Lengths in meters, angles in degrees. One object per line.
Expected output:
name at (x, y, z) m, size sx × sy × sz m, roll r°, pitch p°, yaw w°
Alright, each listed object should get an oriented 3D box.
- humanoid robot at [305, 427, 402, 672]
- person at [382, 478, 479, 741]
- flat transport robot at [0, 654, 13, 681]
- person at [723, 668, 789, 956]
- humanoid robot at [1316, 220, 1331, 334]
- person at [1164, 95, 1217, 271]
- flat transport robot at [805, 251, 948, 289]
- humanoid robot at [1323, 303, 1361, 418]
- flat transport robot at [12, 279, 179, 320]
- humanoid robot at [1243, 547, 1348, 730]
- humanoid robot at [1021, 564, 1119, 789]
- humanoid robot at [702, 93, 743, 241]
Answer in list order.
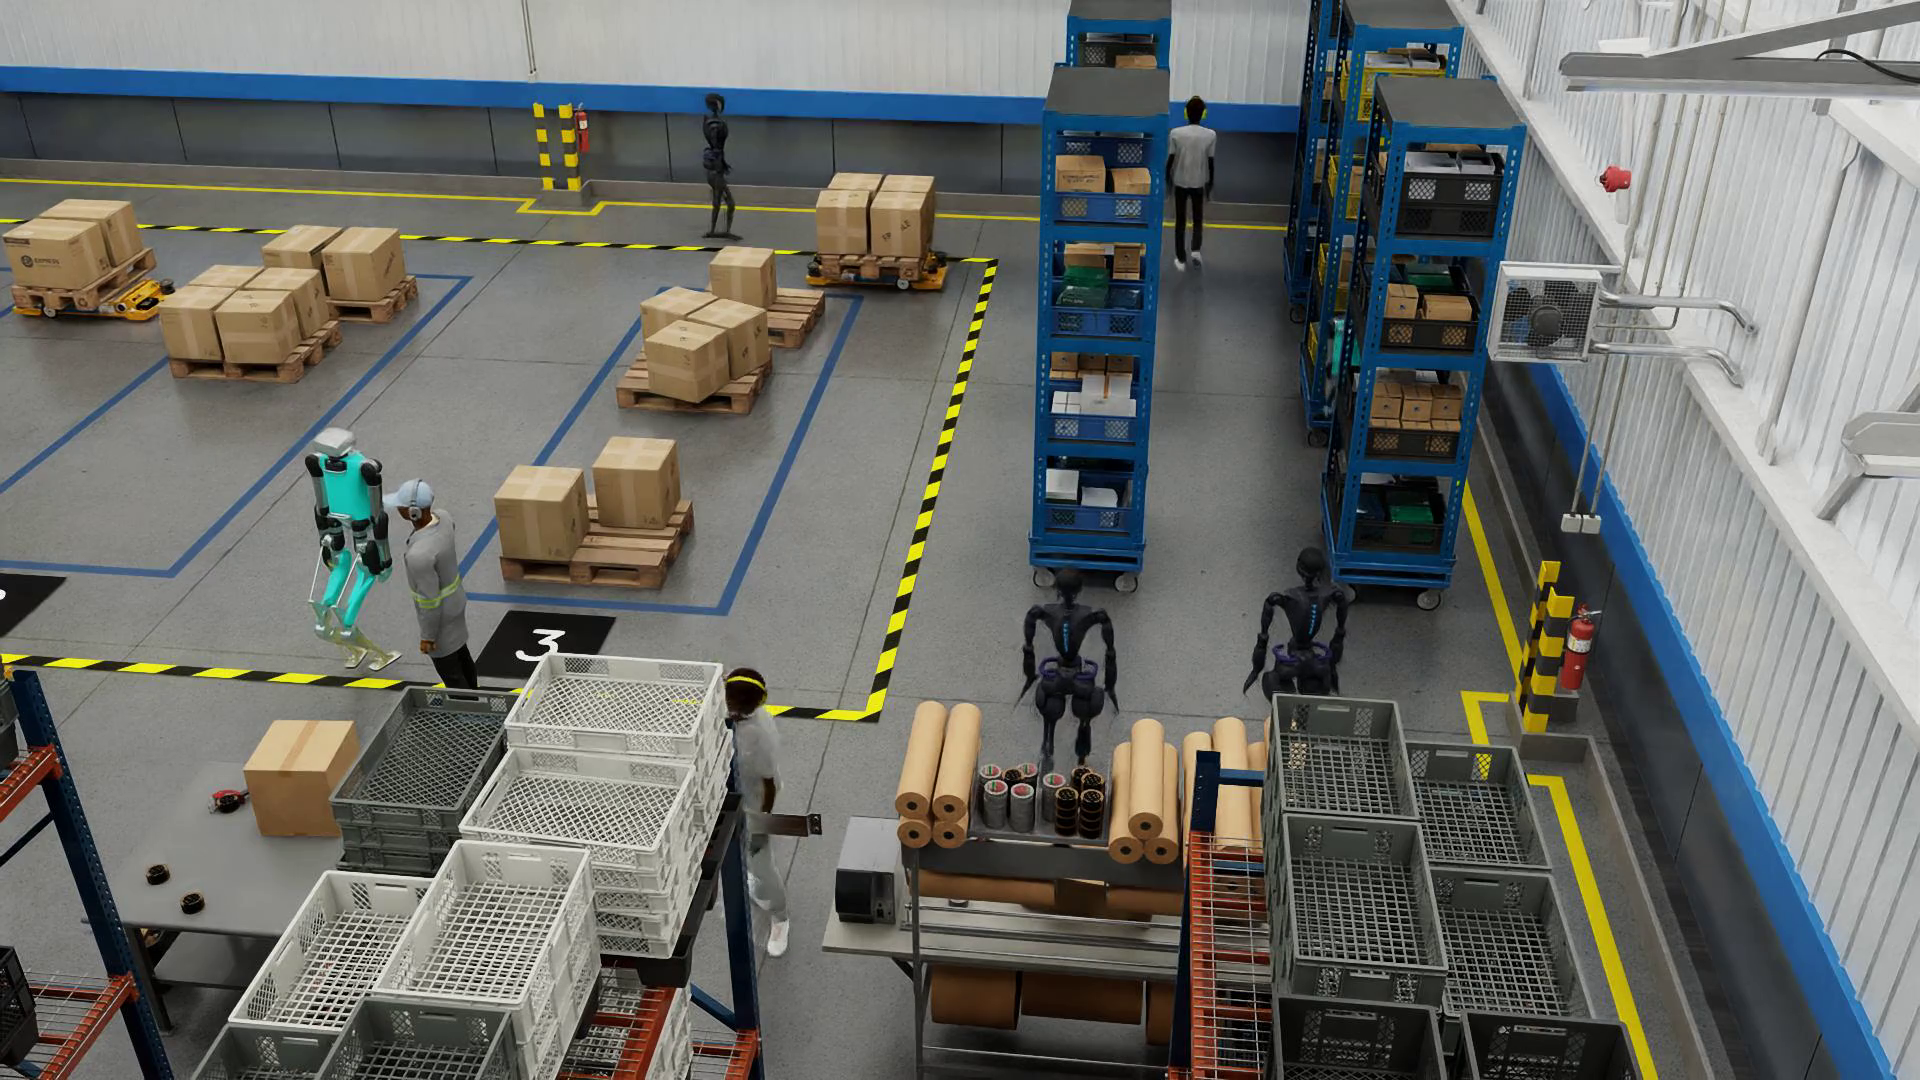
humanoid robot at (-4.048, 0.147, 10.828) m, size 0.533 × 1.677 × 0.735 m, roll 9°, pitch 31°, yaw 15°
person at (-3.259, 0.441, 10.343) m, size 0.372 × 1.852 × 0.588 m, roll -2°, pitch 30°, yaw -3°
flat transport robot at (-7.142, 0.969, 11.010) m, size 1.431 × 0.231 × 0.659 m, roll 3°, pitch 30°, yaw 6°
person at (-1.134, 1.342, 8.823) m, size 0.335 × 1.833 × 0.686 m, roll -17°, pitch 34°, yaw -26°
humanoid robot at (3.506, -2.515, 15.579) m, size 0.315 × 1.657 × 0.599 m, roll 17°, pitch 34°, yaw 27°
person at (2.398, -3.767, 17.572) m, size 0.521 × 1.857 × 0.477 m, roll 0°, pitch 30°, yaw 0°
flat transport robot at (-0.874, -2.890, 17.610) m, size 1.431 × 0.197 × 0.652 m, roll 3°, pitch 30°, yaw 6°
humanoid robot at (3.179, -1.012, 13.056) m, size 0.726 × 1.904 × 0.545 m, roll -16°, pitch 34°, yaw -26°
flat transport robot at (-8.787, -2.479, 16.903) m, size 1.431 × 0.197 × 0.652 m, roll 3°, pitch 30°, yaw 6°
humanoid robot at (1.999, 0.754, 10.001) m, size 0.589 × 1.633 × 0.679 m, roll -5°, pitch 31°, yaw -8°
humanoid robot at (0.638, 0.889, 9.766) m, size 0.599 × 1.634 × 0.672 m, roll 6°, pitch 31°, yaw 10°
humanoid robot at (-2.636, -4.117, 18.354) m, size 0.523 × 1.643 × 0.589 m, roll -2°, pitch 30°, yaw -4°
